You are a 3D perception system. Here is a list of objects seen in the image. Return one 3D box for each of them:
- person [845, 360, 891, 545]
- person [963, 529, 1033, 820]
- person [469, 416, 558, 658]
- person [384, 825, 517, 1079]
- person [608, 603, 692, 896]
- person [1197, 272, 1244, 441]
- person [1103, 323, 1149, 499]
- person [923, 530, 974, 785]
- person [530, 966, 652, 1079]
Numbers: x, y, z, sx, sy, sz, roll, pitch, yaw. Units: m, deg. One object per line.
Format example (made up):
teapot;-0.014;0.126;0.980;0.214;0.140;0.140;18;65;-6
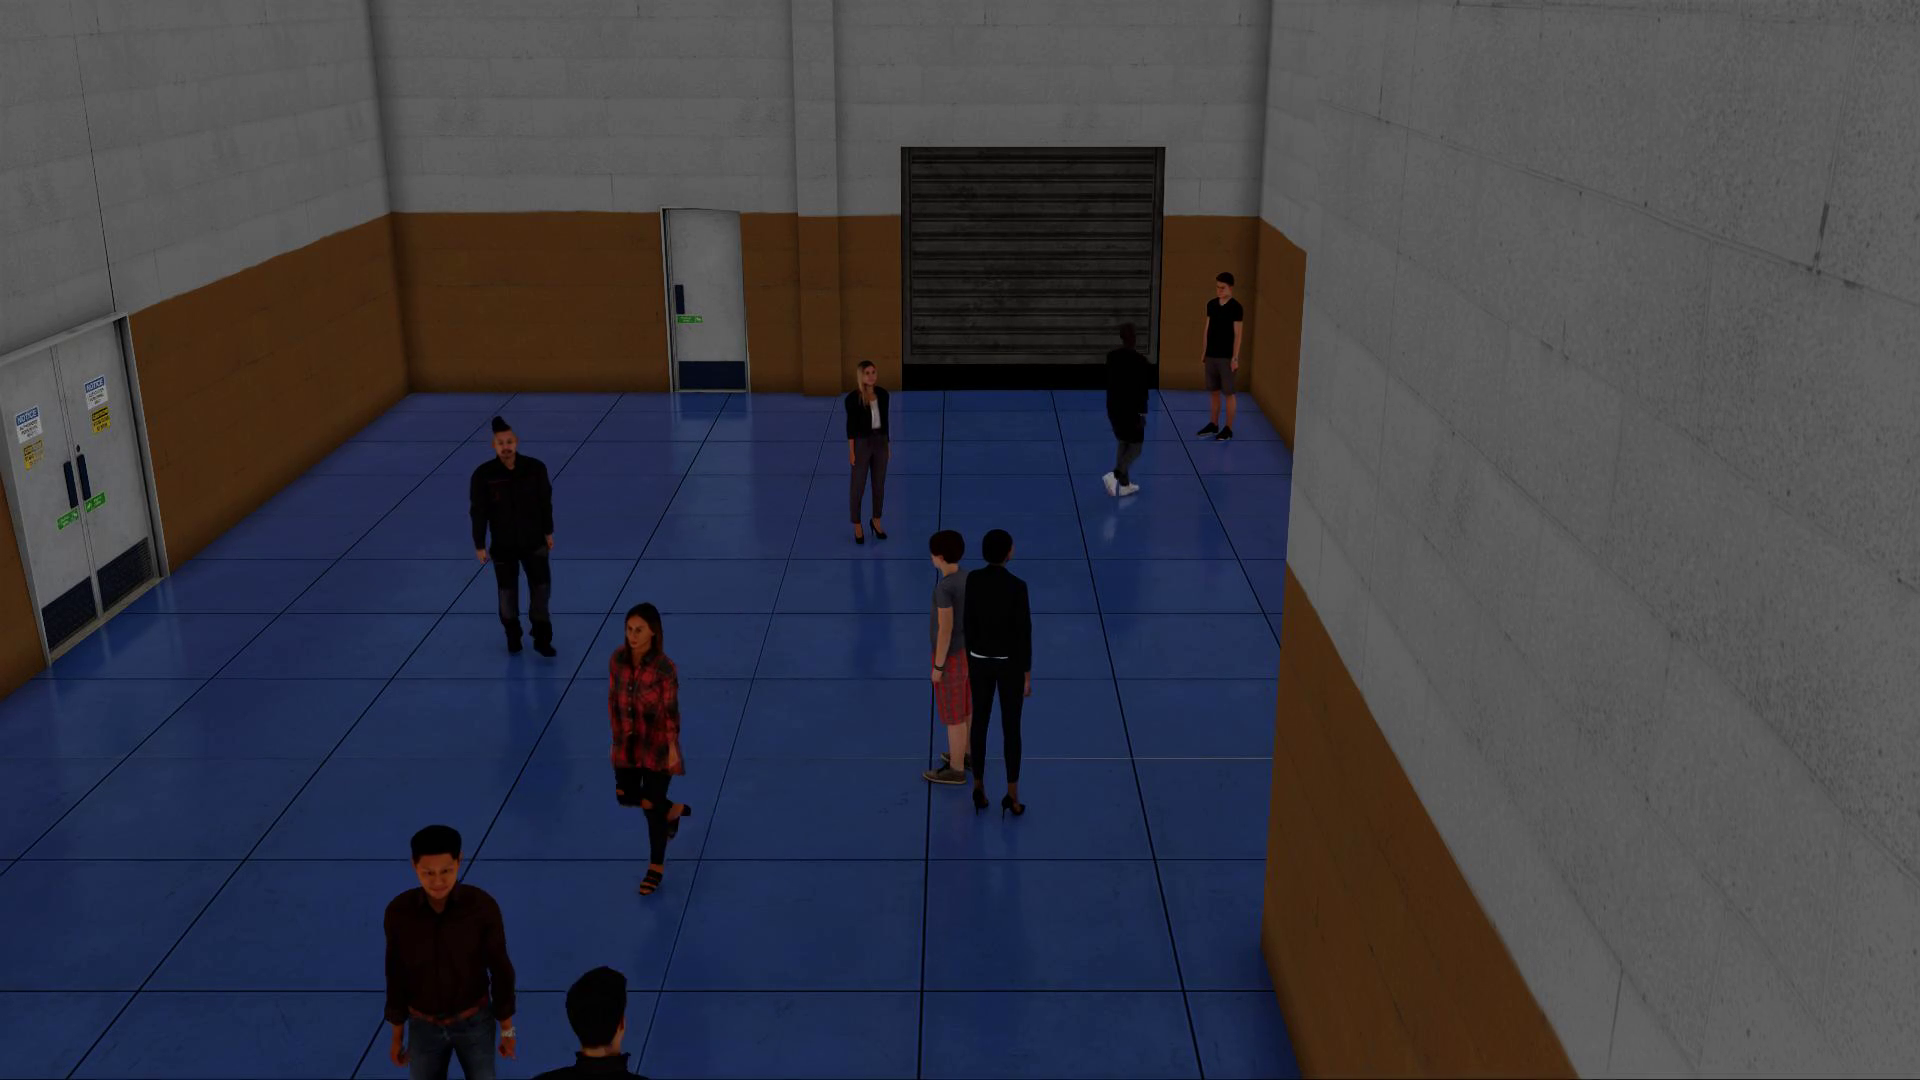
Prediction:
person;-0.832;-0.807;15.064;0.633;1.671;0.736;-11;22;-30
person;0.223;0.803;10.034;0.616;1.834;0.729;10;21;28
person;-3.353;-0.048;12.512;0.925;1.841;1.002;-8;20;-22
person;-2.052;1.942;6.754;0.533;1.772;0.753;-2;19;-7
person;-1.710;1.129;9.299;0.875;1.687;0.880;9;21;25
person;2.927;-2.059;18.479;0.799;1.862;0.755;-15;24;-38
person;1.576;-1.227;16.194;1.004;1.745;1.033;15;23;37
person;-0.040;0.733;10.513;0.649;1.648;0.666;8;20;23
person;-1.167;2.349;5.327;1.053;1.912;0.865;3;19;8
